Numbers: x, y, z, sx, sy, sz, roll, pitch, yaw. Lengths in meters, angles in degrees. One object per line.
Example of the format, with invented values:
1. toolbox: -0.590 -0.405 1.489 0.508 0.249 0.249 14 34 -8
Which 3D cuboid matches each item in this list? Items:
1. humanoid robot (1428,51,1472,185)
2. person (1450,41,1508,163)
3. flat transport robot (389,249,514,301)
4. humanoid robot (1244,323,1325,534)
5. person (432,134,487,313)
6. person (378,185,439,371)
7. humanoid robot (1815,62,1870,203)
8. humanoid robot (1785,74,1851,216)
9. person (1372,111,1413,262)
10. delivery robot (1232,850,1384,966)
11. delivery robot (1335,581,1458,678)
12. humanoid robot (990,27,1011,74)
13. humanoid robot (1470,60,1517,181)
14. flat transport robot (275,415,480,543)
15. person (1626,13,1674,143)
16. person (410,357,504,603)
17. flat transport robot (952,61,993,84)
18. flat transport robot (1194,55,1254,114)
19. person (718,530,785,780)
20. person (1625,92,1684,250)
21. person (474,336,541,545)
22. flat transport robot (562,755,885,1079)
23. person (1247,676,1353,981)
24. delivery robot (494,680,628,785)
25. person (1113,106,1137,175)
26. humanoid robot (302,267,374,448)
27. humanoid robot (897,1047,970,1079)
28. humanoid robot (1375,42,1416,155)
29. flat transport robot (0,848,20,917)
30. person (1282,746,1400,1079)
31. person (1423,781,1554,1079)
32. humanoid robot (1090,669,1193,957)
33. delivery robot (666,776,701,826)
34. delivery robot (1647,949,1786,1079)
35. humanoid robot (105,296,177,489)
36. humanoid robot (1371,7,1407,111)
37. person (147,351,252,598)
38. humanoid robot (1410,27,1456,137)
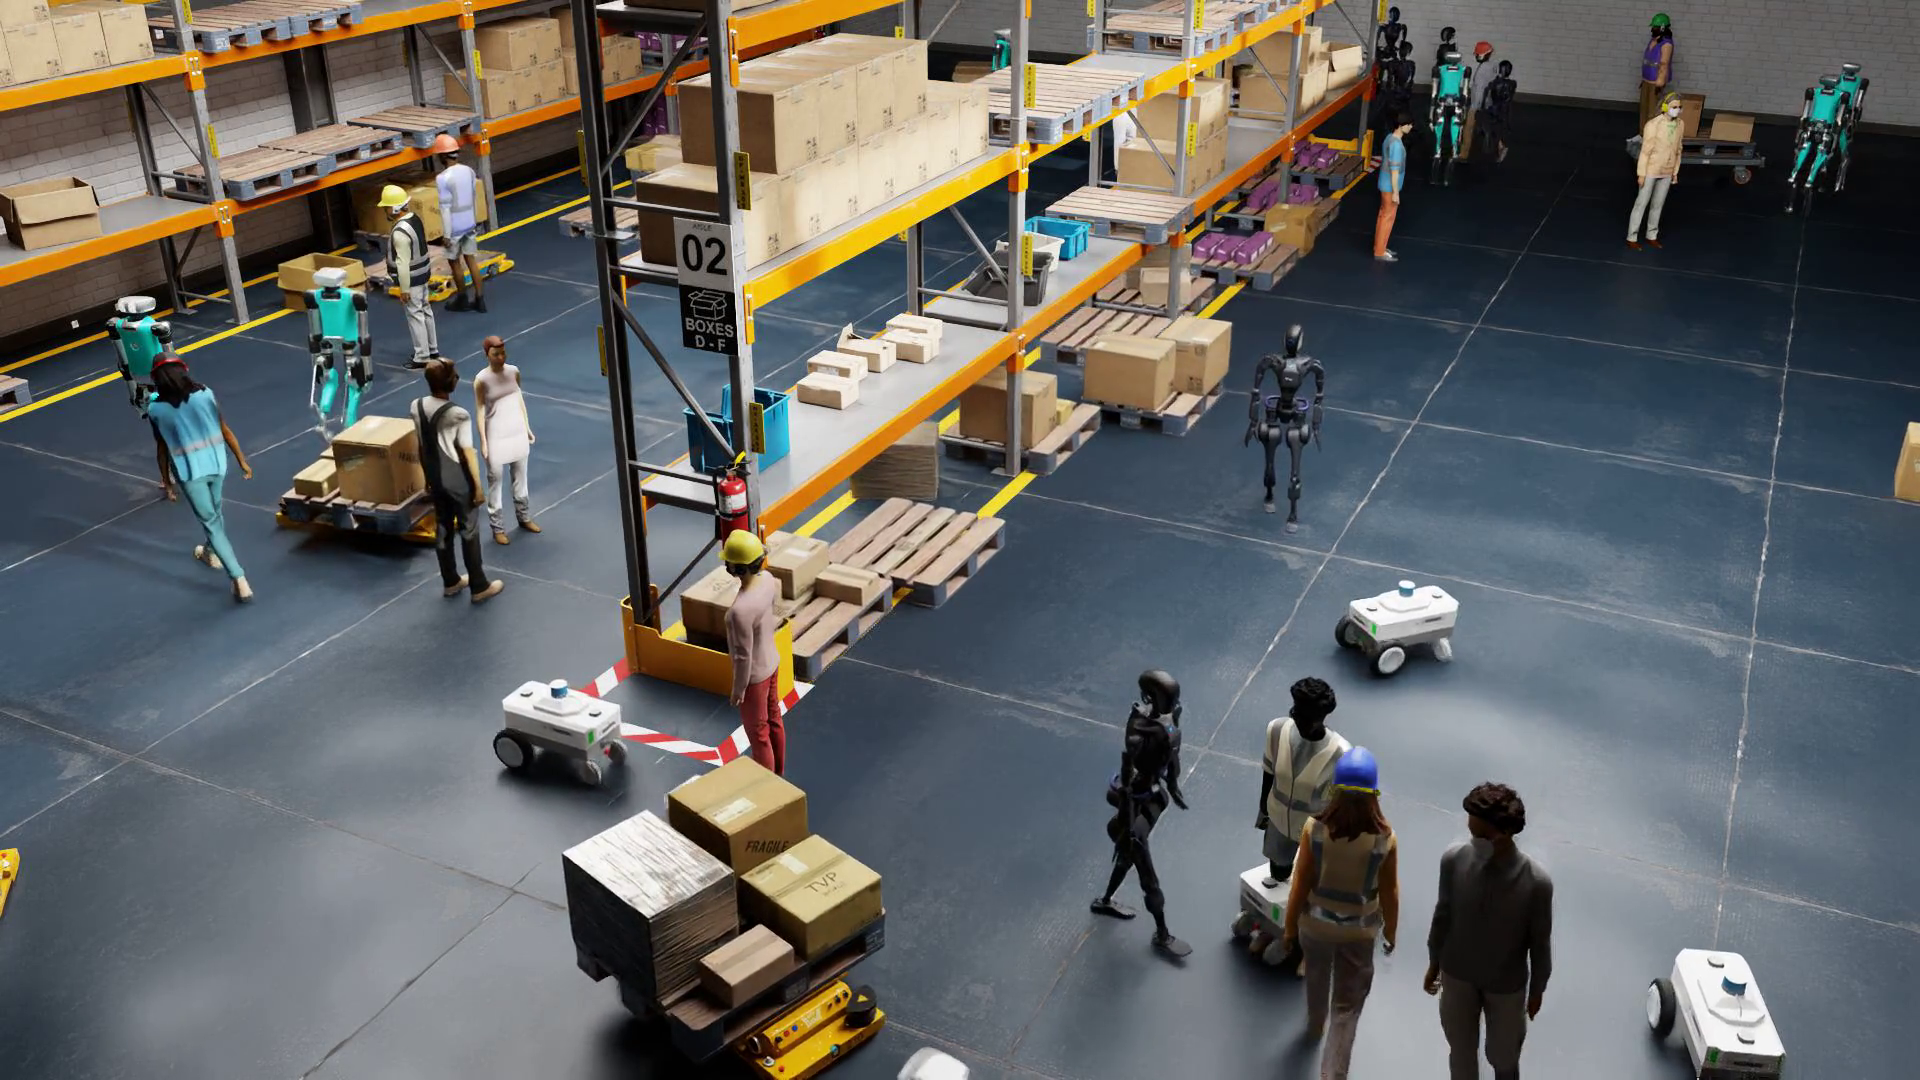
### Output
1. humanoid robot: 6.642 -5.677 22.598 0.537 1.795 0.666 3 26 5
2. person: 7.486 -6.218 23.703 0.717 1.718 0.575 20 33 35
3. flat transport robot: -5.770 -3.035 18.909 0.659 0.231 1.431 10 28 19
4. humanoid robot: 2.548 -0.910 13.051 0.606 1.636 0.600 5 27 10
5. person: -5.353 -3.351 17.686 0.444 1.918 0.560 12 29 22
6. person: -5.355 -2.550 16.181 0.403 1.825 0.589 -1 26 -1
7. humanoid robot: 11.656 -5.354 21.997 0.563 1.752 1.043 6 27 13
8. humanoid robot: 10.870 -4.989 21.224 0.532 1.803 0.694 19 32 34
9. person: 5.058 -4.136 19.456 0.334 1.758 0.503 2 26 5
10. delivery robot: 1.821 1.844 8.723 0.789 0.587 0.499 -14 30 -26
11. delivery robot: 2.987 0.574 11.296 0.766 0.594 0.529 -10 28 -19
12. humanoid robot: 0.411 -6.654 24.547 0.673 1.776 0.533 8 27 15
13. humanoid robot: 7.329 -5.752 22.821 0.616 1.652 0.326 -11 29 -22
14. flat transport robot: -4.661 -0.259 13.302 1.431 0.231 0.659 7 27 14
15. person: 10.317 -6.834 24.729 0.432 1.918 0.550 -3 26 -6
16. person: -3.615 -0.421 11.859 0.506 1.838 0.347 11 29 22
17. flat transport robot: 0.220 -6.556 26.021 1.431 0.231 0.659 3 27 6
18. flat transport robot: 4.313 -7.115 27.150 1.431 0.231 0.659 21 33 36
19. person: -1.199 0.746 9.584 0.308 1.768 0.521 5 27 11
20. person: 8.337 -4.421 19.911 0.559 1.870 0.390 -8 27 -16
21. person: -3.496 -0.783 12.789 0.269 1.659 0.461 22 34 38
22. flat transport robot: -1.102 2.192 8.351 1.431 0.231 0.659 23 35 39
23. person: 1.709 1.419 8.308 0.533 1.691 0.319 22 34 37
24. delivery robot: -2.443 1.129 10.173 0.774 0.592 0.499 12 29 23
25. person: 2.130 -4.585 20.198 0.650 1.904 0.406 -24 35 -39
26. humanoid robot: -5.179 -1.270 13.780 0.532 1.858 0.764 3 26 5
27. humanoid robot: 0.101 2.639 5.916 0.761 1.880 0.557 8 27 16
28. humanoid robot: 6.334 -6.365 24.066 0.592 1.641 0.565 -17 31 -31
29. flat transport robot: -5.370 2.065 8.607 0.659 0.231 1.431 -8 27 -16
30. person: 1.715 1.787 7.536 0.494 1.723 0.922 10 28 20
31. person: 2.309 1.838 7.258 0.521 1.876 0.588 14 30 27
32. humanoid robot: 0.963 1.347 8.486 0.651 1.636 0.588 16 31 30
33. delivery robot: -1.255 1.615 9.215 0.815 0.614 0.499 16 30 28
34. delivery robot: 3.600 2.274 7.851 0.499 0.585 0.765 4 27 7
35. humanoid robot: -6.377 -1.236 13.470 0.533 1.677 0.735 5 27 9
36. humanoid robot: 6.922 -7.763 26.863 0.598 1.654 0.345 -7 27 -14
37. person: -5.470 -0.503 12.068 1.014 1.807 0.601 22 34 37
38. humanoid robot: 7.288 -6.929 25.222 0.748 1.631 0.608 -4 27 -8
